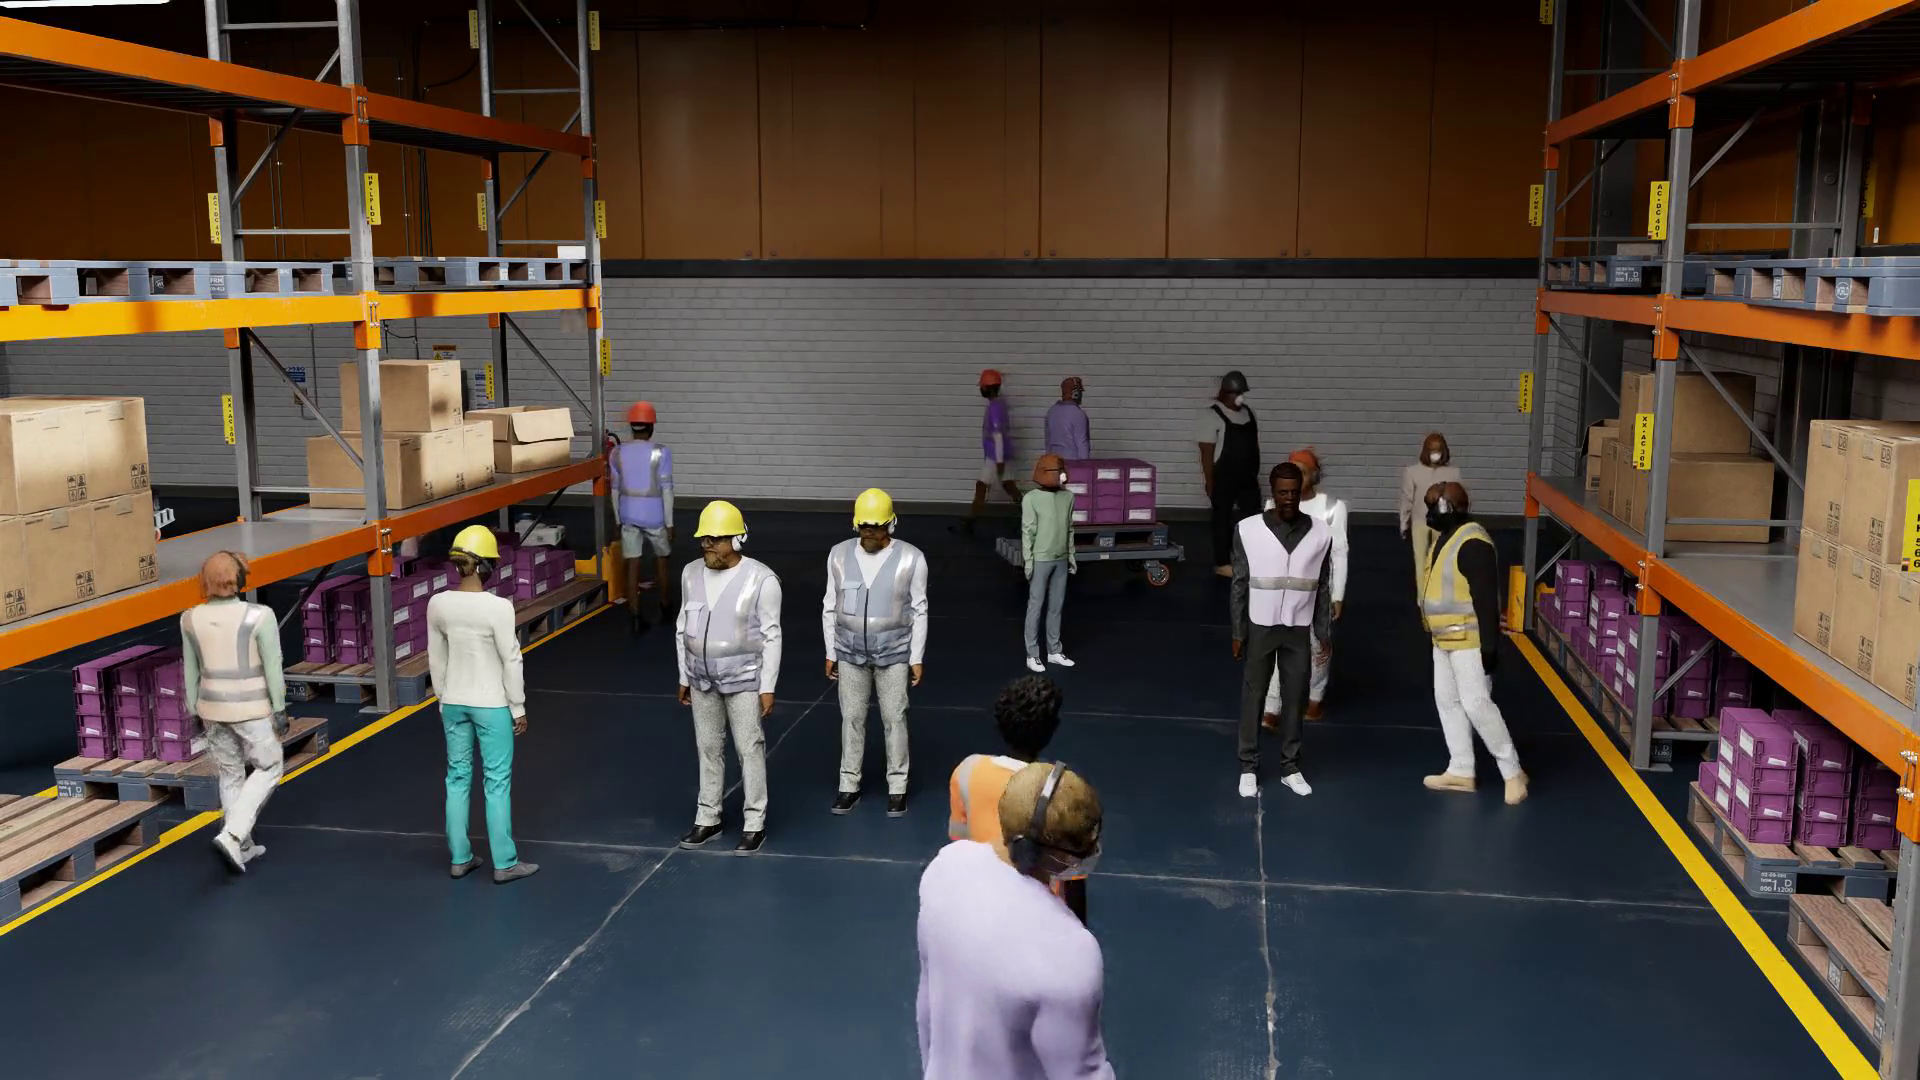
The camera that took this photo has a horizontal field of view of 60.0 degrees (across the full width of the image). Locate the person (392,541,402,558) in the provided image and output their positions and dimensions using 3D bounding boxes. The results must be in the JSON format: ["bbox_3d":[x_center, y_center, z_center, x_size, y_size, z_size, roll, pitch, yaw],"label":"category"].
[{"bbox_3d":[-5.152,-0.204,14.846,0.304,1.613,0.616,0,9,2],"label":"person"}]

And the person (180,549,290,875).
[{"bbox_3d":[-3.593,0.862,8.200,0.529,1.623,0.505,2,9,10],"label":"person"}]

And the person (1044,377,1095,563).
[{"bbox_3d":[1.140,-0.724,17.127,0.399,1.909,0.642,-6,11,-31],"label":"person"}]

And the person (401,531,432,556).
[{"bbox_3d":[-5.205,-0.509,15.607,0.830,1.970,0.663,5,10,28],"label":"person"}]

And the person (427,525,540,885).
[{"bbox_3d":[-2.346,0.804,8.145,0.523,1.765,0.322,4,10,21],"label":"person"}]

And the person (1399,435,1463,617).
[{"bbox_3d":[4.061,-0.107,14.271,0.522,1.581,0.843,1,9,6],"label":"person"}]

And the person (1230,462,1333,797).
[{"bbox_3d":[1.828,0.506,9.503,0.587,1.920,0.391,-1,9,-5],"label":"person"}]

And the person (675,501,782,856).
[{"bbox_3d":[-1.206,0.705,8.542,0.597,1.832,0.404,4,10,22],"label":"person"}]

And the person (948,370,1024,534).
[{"bbox_3d":[0.412,-0.988,18.840,1.016,1.887,0.569,1,9,8],"label":"person"}]

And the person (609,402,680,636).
[{"bbox_3d":[-2.602,-0.201,13.888,0.577,1.904,0.859,1,9,8],"label":"person"}]

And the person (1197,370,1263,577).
[{"bbox_3d":[2.669,-0.651,16.264,0.704,2.000,0.535,-6,11,-32],"label":"person"}]

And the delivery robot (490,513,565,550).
[{"bbox_3d":[-4.337,-0.026,16.679,0.707,0.478,0.477,0,10,-3],"label":"delivery robot"}]

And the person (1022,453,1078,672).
[{"bbox_3d":[0.675,0.162,12.489,0.507,1.636,0.273,-7,12,-38],"label":"person"}]

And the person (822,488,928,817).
[{"bbox_3d":[-0.474,0.615,9.125,0.586,1.824,0.403,2,9,10],"label":"person"}]

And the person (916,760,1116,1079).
[{"bbox_3d":[0.096,1.426,3.899,0.486,1.902,0.710,-6,11,-34],"label":"person"}]

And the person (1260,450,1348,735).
[{"bbox_3d":[2.230,0.336,10.811,0.599,1.832,0.978,5,10,27],"label":"person"}]

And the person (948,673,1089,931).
[{"bbox_3d":[0.208,1.268,5.511,0.562,1.682,0.365,8,12,42],"label":"person"}]

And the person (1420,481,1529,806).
[{"bbox_3d":[2.942,0.572,9.486,0.633,1.802,0.685,-1,9,-3],"label":"person"}]
